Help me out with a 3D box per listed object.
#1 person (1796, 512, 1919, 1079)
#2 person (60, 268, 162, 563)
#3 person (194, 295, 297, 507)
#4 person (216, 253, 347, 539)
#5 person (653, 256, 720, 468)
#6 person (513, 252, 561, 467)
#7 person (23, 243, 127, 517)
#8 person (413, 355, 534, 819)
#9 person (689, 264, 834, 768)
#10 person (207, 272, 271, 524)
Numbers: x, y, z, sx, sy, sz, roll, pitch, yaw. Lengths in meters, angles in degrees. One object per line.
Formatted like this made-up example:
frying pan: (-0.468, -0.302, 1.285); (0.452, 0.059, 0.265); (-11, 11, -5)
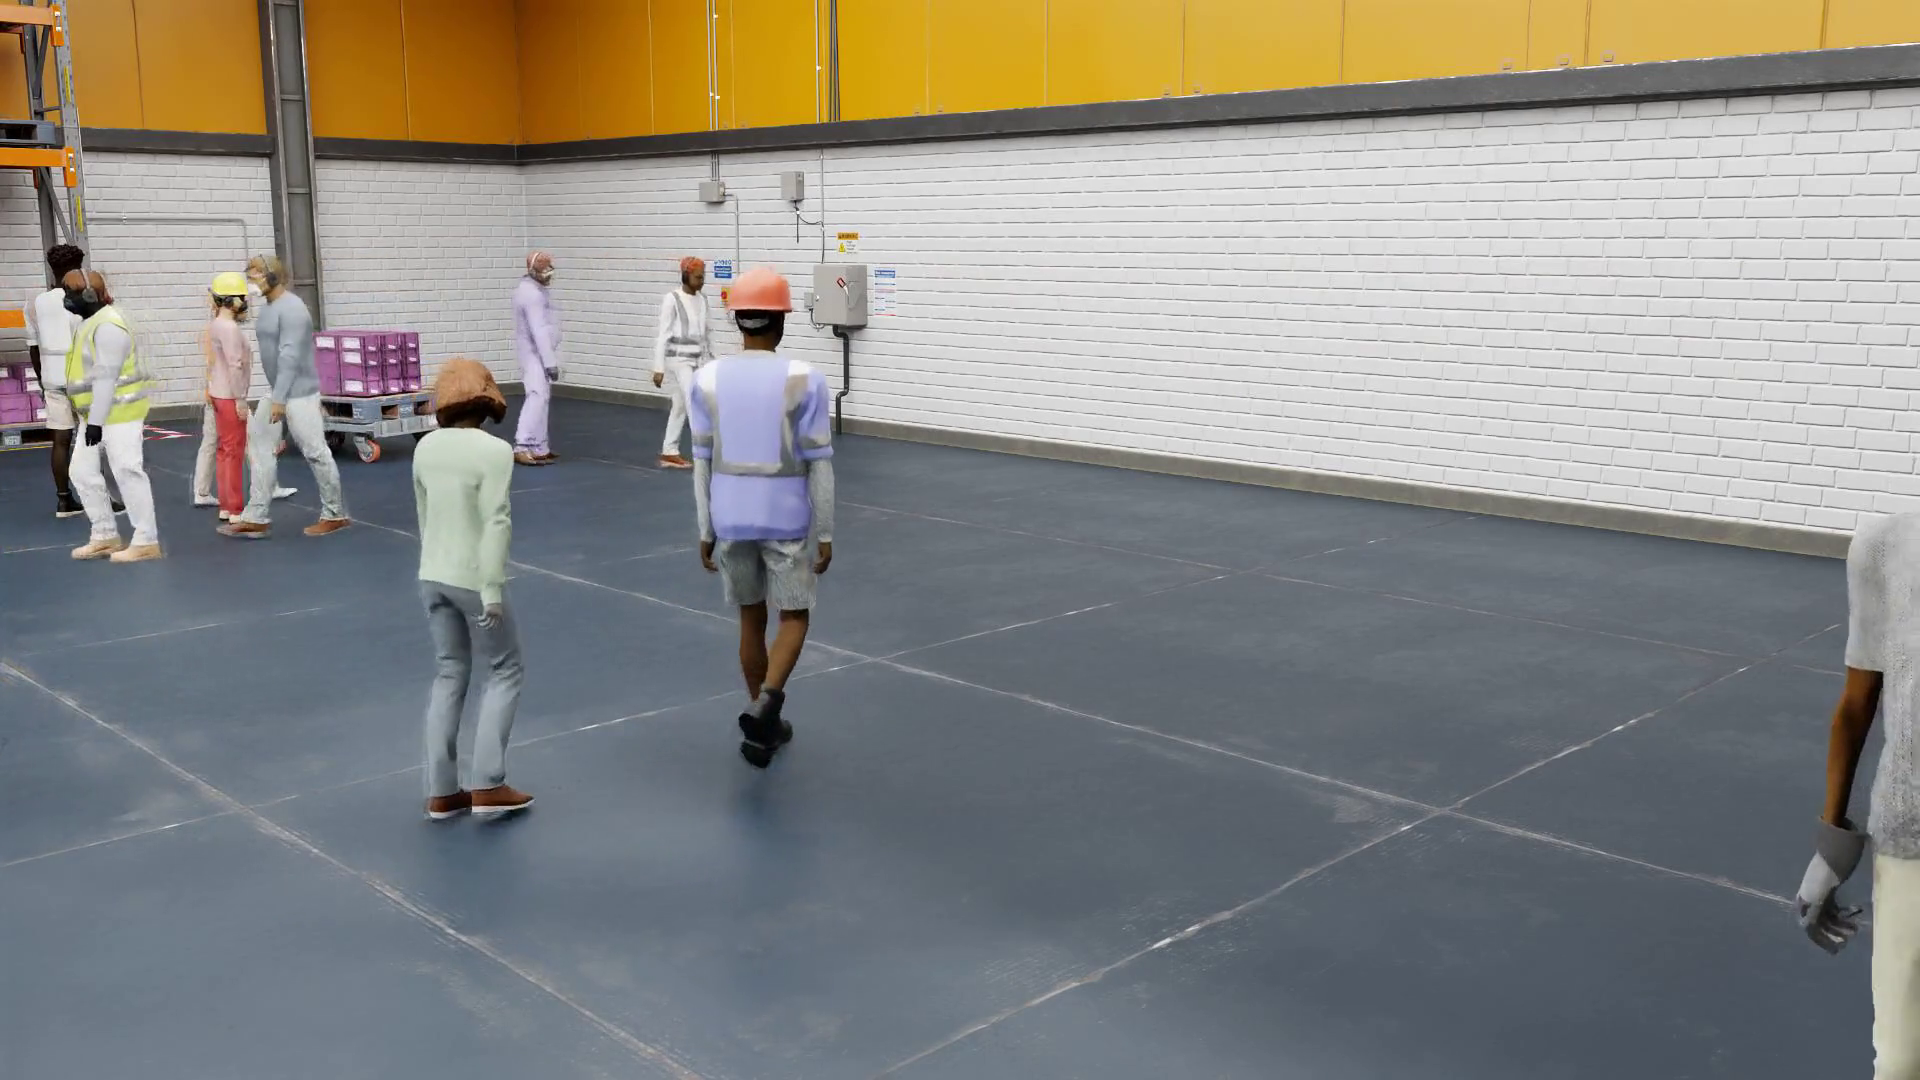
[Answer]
person: (1.791, 0.569, 2.937); (0.464, 1.858, 0.520); (-10, 14, -42)
person: (-5.299, -0.747, 10.231); (0.617, 1.817, 0.658); (-9, 14, -41)
person: (-5.401, -1.049, 12.432); (0.630, 1.592, 0.804); (10, 14, 44)
person: (-4.552, -0.928, 11.004); (0.928, 1.888, 0.656); (-10, 15, -44)
person: (-2.269, -1.496, 14.236); (0.943, 1.833, 0.692); (5, 12, 26)
person: (-3.776, -1.604, 14.748); (0.484, 1.881, 0.790); (-3, 11, -16)
person: (-6.346, -1.133, 11.927); (0.610, 1.965, 0.364); (2, 11, 8)
person: (-1.739, 0.165, 5.809); (0.517, 1.604, 0.453); (6, 12, 30)
person: (-0.755, -0.069, 6.262); (0.552, 1.917, 0.710); (2, 11, 9)
person: (-5.094, -0.990, 11.689); (0.330, 1.769, 0.526); (-7, 12, -33)
